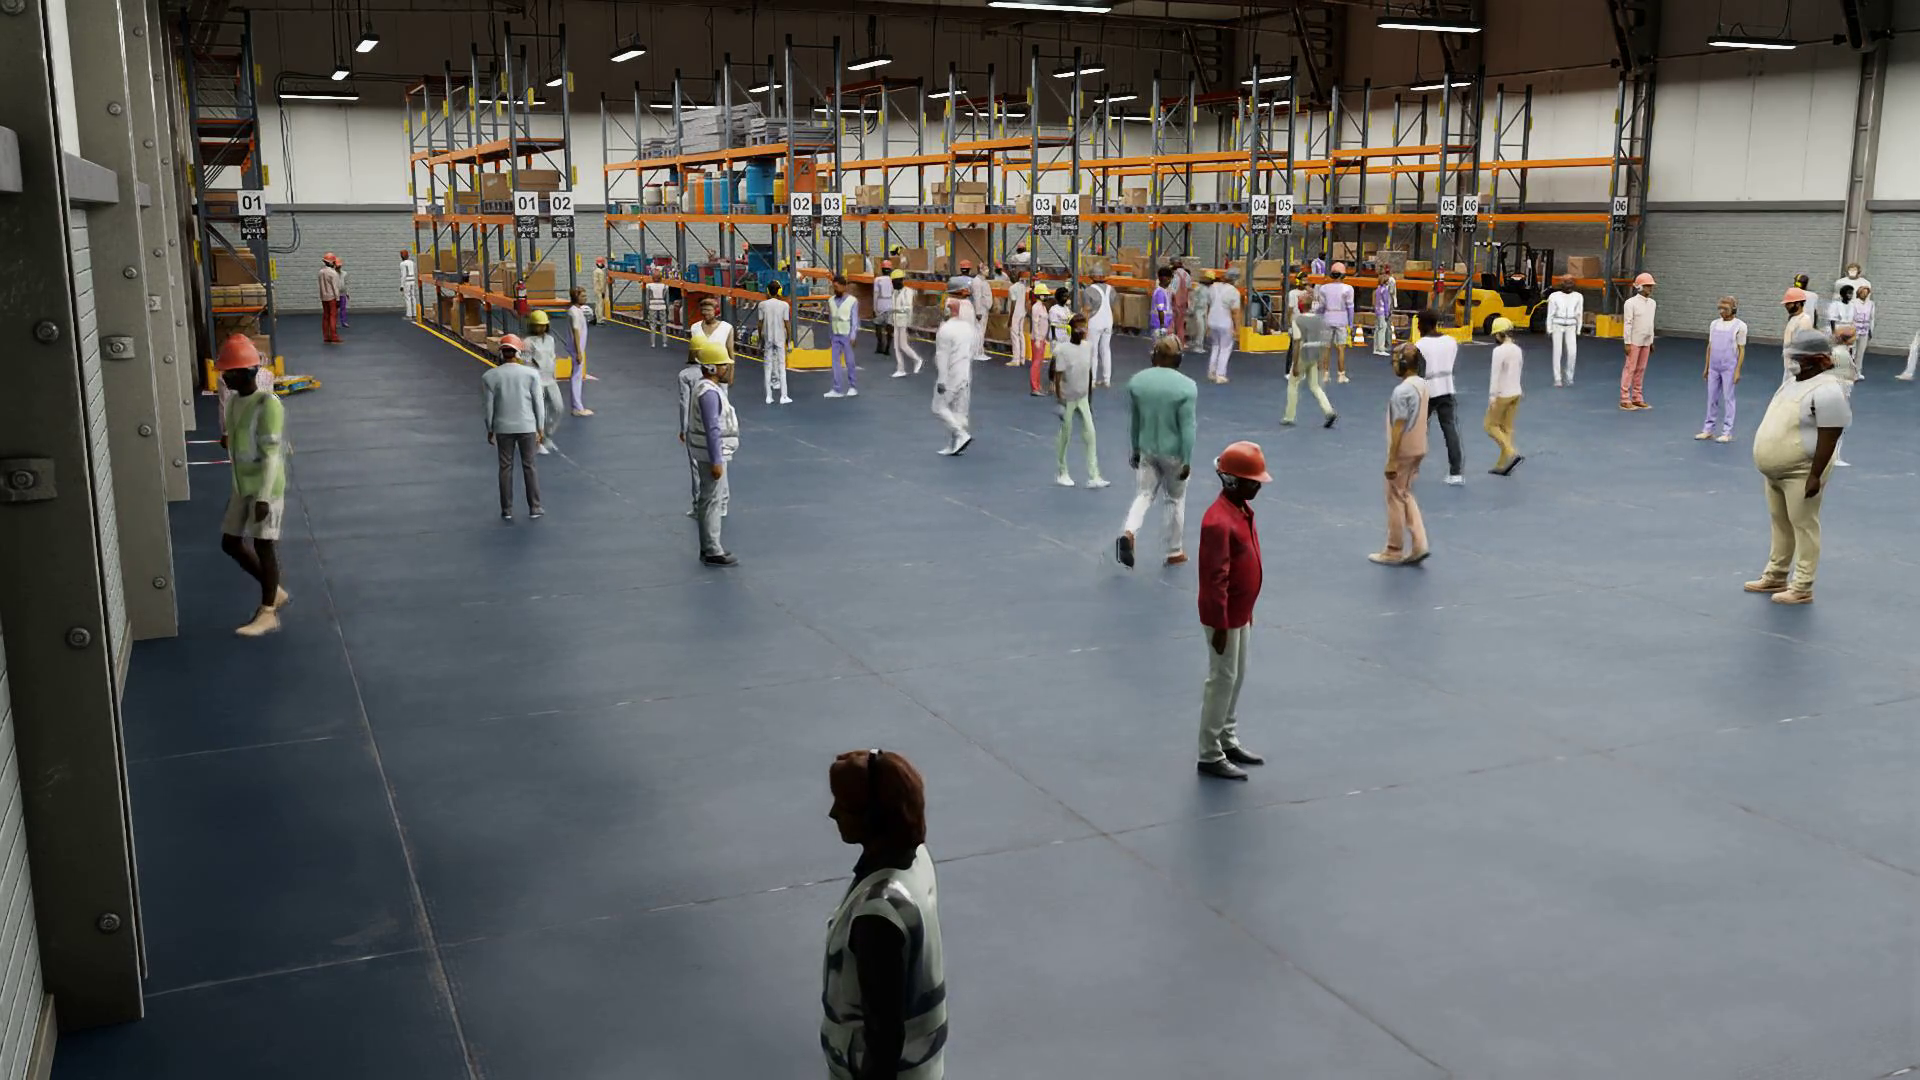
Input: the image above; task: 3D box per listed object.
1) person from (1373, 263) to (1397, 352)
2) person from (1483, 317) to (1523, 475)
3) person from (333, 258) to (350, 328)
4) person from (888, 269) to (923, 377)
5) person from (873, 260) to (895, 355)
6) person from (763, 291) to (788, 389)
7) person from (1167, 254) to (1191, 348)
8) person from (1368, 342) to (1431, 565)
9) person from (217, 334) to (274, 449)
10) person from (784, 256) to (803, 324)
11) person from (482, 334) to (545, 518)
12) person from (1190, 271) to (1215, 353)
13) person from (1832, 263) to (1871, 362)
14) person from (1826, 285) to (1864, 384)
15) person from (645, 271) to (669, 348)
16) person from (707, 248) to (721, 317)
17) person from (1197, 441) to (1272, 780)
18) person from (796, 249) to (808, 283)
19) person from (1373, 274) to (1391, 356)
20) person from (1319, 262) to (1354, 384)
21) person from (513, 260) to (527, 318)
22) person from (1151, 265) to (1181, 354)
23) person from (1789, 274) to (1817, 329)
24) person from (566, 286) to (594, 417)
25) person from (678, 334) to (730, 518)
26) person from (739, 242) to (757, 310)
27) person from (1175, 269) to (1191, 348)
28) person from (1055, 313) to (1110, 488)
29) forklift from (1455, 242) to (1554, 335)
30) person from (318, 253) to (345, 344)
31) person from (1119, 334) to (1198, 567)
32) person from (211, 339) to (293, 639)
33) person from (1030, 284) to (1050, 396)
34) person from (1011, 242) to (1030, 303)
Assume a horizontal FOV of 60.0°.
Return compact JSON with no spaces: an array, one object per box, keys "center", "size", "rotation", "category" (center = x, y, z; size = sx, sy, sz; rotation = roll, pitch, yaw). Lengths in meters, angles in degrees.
[{"center":[8.851,-4.815,34.538],"size":[0.389,1.837,0.560],"rotation":[-2,11,-12],"category":"person"},{"center":[5.987,-1.569,18.272],"size":[0.562,1.728,0.491],"rotation":[-9,14,-38],"category":"person"},{"center":[-15.595,-6.200,41.768],"size":[0.324,1.752,0.563],"rotation":[8,14,35],"category":"person"},{"center":[-0.993,-3.819,29.329],"size":[0.536,1.891,0.630],"rotation":[-8,14,-35],"category":"person"},{"center":[-1.529,-4.727,33.843],"size":[0.579,1.922,0.603],"rotation":[-4,12,-17],"category":"person"},{"center":[-3.050,-3.370,27.438],"size":[0.324,1.736,0.486],"rotation":[-11,15,-43],"category":"person"},{"center":[4.460,-4.956,34.717],"size":[0.684,2.000,0.535],"rotation":[-8,14,-37],"category":"person"},{"center":[3.637,-0.686,13.548],"size":[0.516,1.837,0.518],"rotation":[9,14,38],"category":"person"},{"center":[-6.703,-1.056,15.631],"size":[0.328,1.752,0.563],"rotation":[7,13,33],"category":"person"},{"center":[-3.848,-5.493,37.798],"size":[0.599,1.910,0.665],"rotation":[0,11,2],"category":"person"},{"center":[-4.210,-1.075,15.748],"size":[0.563,1.742,0.338],"rotation":[-1,11,-7],"category":"person"},{"center":[5.009,-4.667,34.105],"size":[0.502,1.698,0.753],"rotation":[-5,12,-23],"category":"person"},{"center":[16.871,-4.281,31.547],"size":[0.627,1.940,0.371],"rotation":[7,13,33],"category":"person"},{"center":[14.910,-3.462,28.091],"size":[0.547,1.654,0.848],"rotation":[-2,11,-12],"category":"person"},{"center":[-6.481,-4.936,35.668],"size":[0.509,1.629,0.314],"rotation":[-3,12,-16],"category":"person"},{"center":[-6.875,-7.149,46.205],"size":[0.400,1.910,0.643],"rotation":[-9,15,-40],"category":"person"},{"center":[1.399,0.354,8.499],"size":[0.348,1.740,0.575],"rotation":[5,12,22],"category":"person"},{"center":[-5.068,-8.280,52.385],"size":[0.574,1.737,0.354],"rotation":[-2,11,-9],"category":"person"},{"center":[8.570,-4.565,33.742],"size":[0.308,1.644,0.514],"rotation":[-1,11,-6],"category":"person"},{"center":[6.376,-3.673,28.184],"size":[0.608,2.047,0.365],"rotation":[6,13,29],"category":"person"},{"center":[-12.082,-6.914,45.545],"size":[0.526,1.686,0.930],"rotation":[-8,14,-35],"category":"person"},{"center":[4.218,-4.662,33.771],"size":[0.713,1.833,0.523],"rotation":[8,14,34],"category":"person"},{"center":[14.105,-3.513,27.870],"size":[0.542,1.852,0.353],"rotation":[-2,11,-12],"category":"person"},{"center":[-5.429,-2.678,23.640],"size":[0.347,1.846,0.505],"rotation":[-3,11,-14],"category":"person"},{"center":[-2.440,-1.078,15.773],"size":[0.487,1.741,0.314],"rotation":[-6,13,-29],"category":"person"},{"center":[-6.298,-7.852,49.474],"size":[0.611,2.031,0.410],"rotation":[3,11,14],"category":"person"},{"center":[4.755,-4.934,35.509],"size":[0.319,1.689,0.539],"rotation":[-2,11,-10],"category":"person"},{"center":[1.256,-1.432,17.320],"size":[0.567,1.830,0.884],"rotation":[-6,13,-28],"category":"person"},{"center":[13.047,-6.049,39.881],"size":[2.313,2.155,1.214],"rotation":[-5,12,-23],"category":"forklift"},{"center":[-13.895,-5.326,36.743],"size":[0.625,1.991,0.404],"rotation":[8,14,35],"category":"person"},{"center":[1.594,-0.694,13.384],"size":[0.637,1.915,0.754],"rotation":[8,14,35],"category":"person"},{"center":[-4.816,-0.347,11.313],"size":[0.635,2.032,0.440],"rotation":[8,13,34],"category":"person"},{"center":[1.272,-3.159,26.289],"size":[0.315,1.769,0.525],"rotation":[3,12,15],"category":"person"},{"center":[1.773,-7.701,48.714],"size":[0.622,2.022,0.635],"rotation":[-5,12,-24],"category":"person"}]
